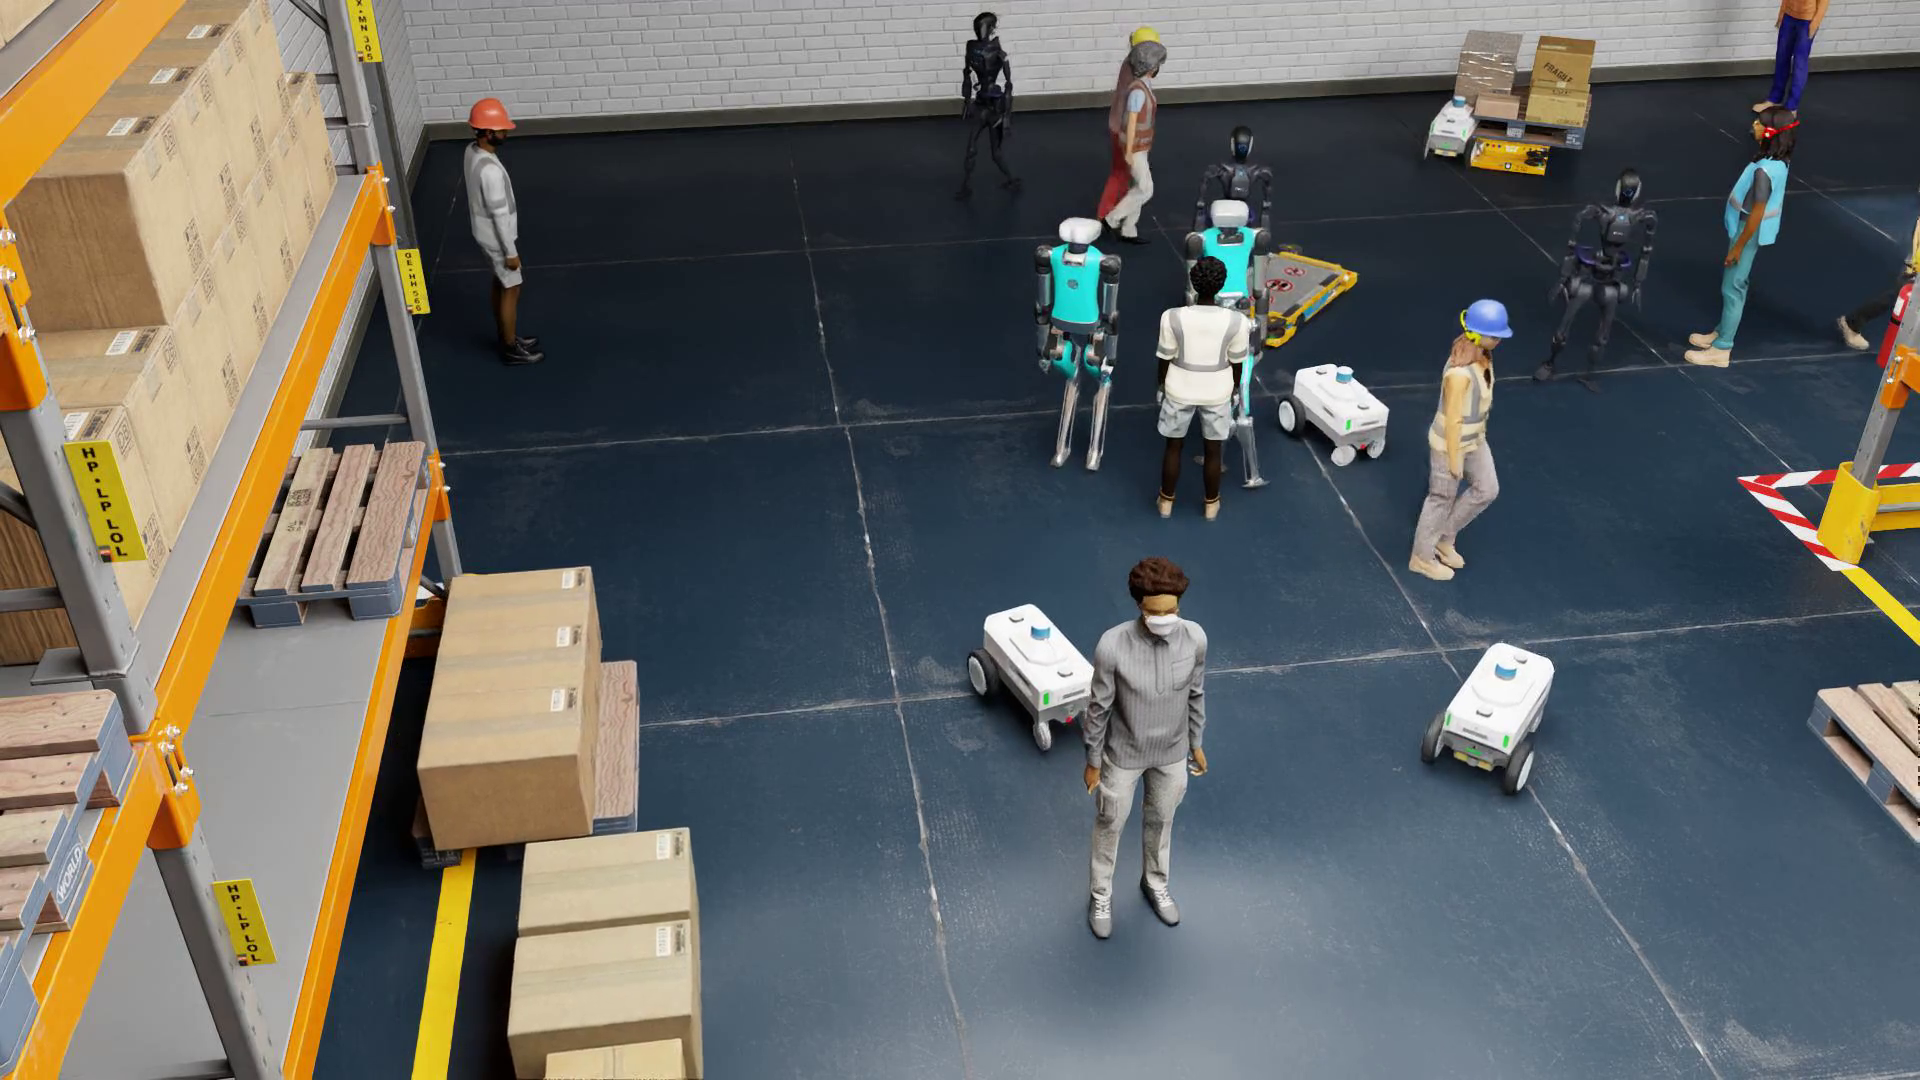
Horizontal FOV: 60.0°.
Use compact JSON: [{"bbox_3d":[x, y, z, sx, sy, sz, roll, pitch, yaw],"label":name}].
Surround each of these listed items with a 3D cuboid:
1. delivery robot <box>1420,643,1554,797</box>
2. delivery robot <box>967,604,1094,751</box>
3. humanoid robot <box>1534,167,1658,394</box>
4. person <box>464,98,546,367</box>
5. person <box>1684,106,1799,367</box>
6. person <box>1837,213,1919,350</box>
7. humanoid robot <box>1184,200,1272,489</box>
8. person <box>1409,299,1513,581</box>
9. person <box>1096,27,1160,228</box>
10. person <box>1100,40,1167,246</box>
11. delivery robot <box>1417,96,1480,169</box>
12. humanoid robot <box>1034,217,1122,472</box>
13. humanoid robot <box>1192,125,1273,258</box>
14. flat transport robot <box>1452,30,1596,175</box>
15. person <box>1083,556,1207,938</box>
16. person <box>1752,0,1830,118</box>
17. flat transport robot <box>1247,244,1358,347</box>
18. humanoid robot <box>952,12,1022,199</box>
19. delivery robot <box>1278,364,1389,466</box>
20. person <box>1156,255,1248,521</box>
[{"bbox_3d":[2.666,0.862,8.283,0.499,0.609,0.811,21,38,28],"label":"delivery robot"},{"bbox_3d":[0.400,0.666,8.589,0.499,0.614,0.817,-15,36,-22],"label":"delivery robot"},{"bbox_3d":[4.330,-1.771,11.288,0.615,1.644,0.428,5,33,8],"label":"humanoid robot"},{"bbox_3d":[-3.192,-2.132,11.609,0.387,1.925,0.547,-16,36,-23],"label":"person"},{"bbox_3d":[5.492,-2.112,11.629,0.387,1.866,0.534,16,37,23],"label":"person"},{"bbox_3d":[6.731,-2.031,11.558,0.521,1.815,0.898,-13,35,-19],"label":"person"},{"bbox_3d":[1.688,-1.119,10.217,0.587,1.770,0.882,-2,33,-3],"label":"humanoid robot"},{"bbox_3d":[2.832,-0.539,9.301,0.434,1.758,0.487,21,39,29],"label":"person"},{"bbox_3d":[1.386,-3.385,13.705,0.499,1.725,0.540,1,33,1],"label":"person"},{"bbox_3d":[1.431,-3.187,13.453,0.395,1.656,0.521,7,34,11],"label":"person"},{"bbox_3d":[4.588,-3.815,15.424,0.499,0.580,0.756,15,36,22],"label":"delivery robot"},{"bbox_3d":[0.770,-1.255,10.392,0.530,1.749,0.707,10,34,15],"label":"humanoid robot"},{"bbox_3d":[1.923,-2.157,11.877,0.589,1.659,0.350,-3,33,-4],"label":"humanoid robot"},{"bbox_3d":[5.227,-3.789,15.658,0.659,0.231,1.431,12,35,17],"label":"flat transport robot"},{"bbox_3d":[0.776,0.868,7.032,0.550,1.896,0.380,-7,34,-11],"label":"person"},{"bbox_3d":[8.123,-5.073,16.072,0.401,1.972,0.522,-11,35,-16],"label":"person"},{"bbox_3d":[2.455,-1.882,12.736,0.659,0.231,1.431,21,38,29],"label":"flat transport robot"},{"bbox_3d":[0.265,-3.749,14.359,0.657,1.646,0.608,-28,42,-35],"label":"humanoid robot"},{"bbox_3d":[2.482,-0.861,10.916,0.520,0.600,0.772,-11,35,-17],"label":"delivery robot"},{"bbox_3d":[1.417,-0.881,9.900,0.534,1.693,0.319,3,33,5],"label":"person"}]
